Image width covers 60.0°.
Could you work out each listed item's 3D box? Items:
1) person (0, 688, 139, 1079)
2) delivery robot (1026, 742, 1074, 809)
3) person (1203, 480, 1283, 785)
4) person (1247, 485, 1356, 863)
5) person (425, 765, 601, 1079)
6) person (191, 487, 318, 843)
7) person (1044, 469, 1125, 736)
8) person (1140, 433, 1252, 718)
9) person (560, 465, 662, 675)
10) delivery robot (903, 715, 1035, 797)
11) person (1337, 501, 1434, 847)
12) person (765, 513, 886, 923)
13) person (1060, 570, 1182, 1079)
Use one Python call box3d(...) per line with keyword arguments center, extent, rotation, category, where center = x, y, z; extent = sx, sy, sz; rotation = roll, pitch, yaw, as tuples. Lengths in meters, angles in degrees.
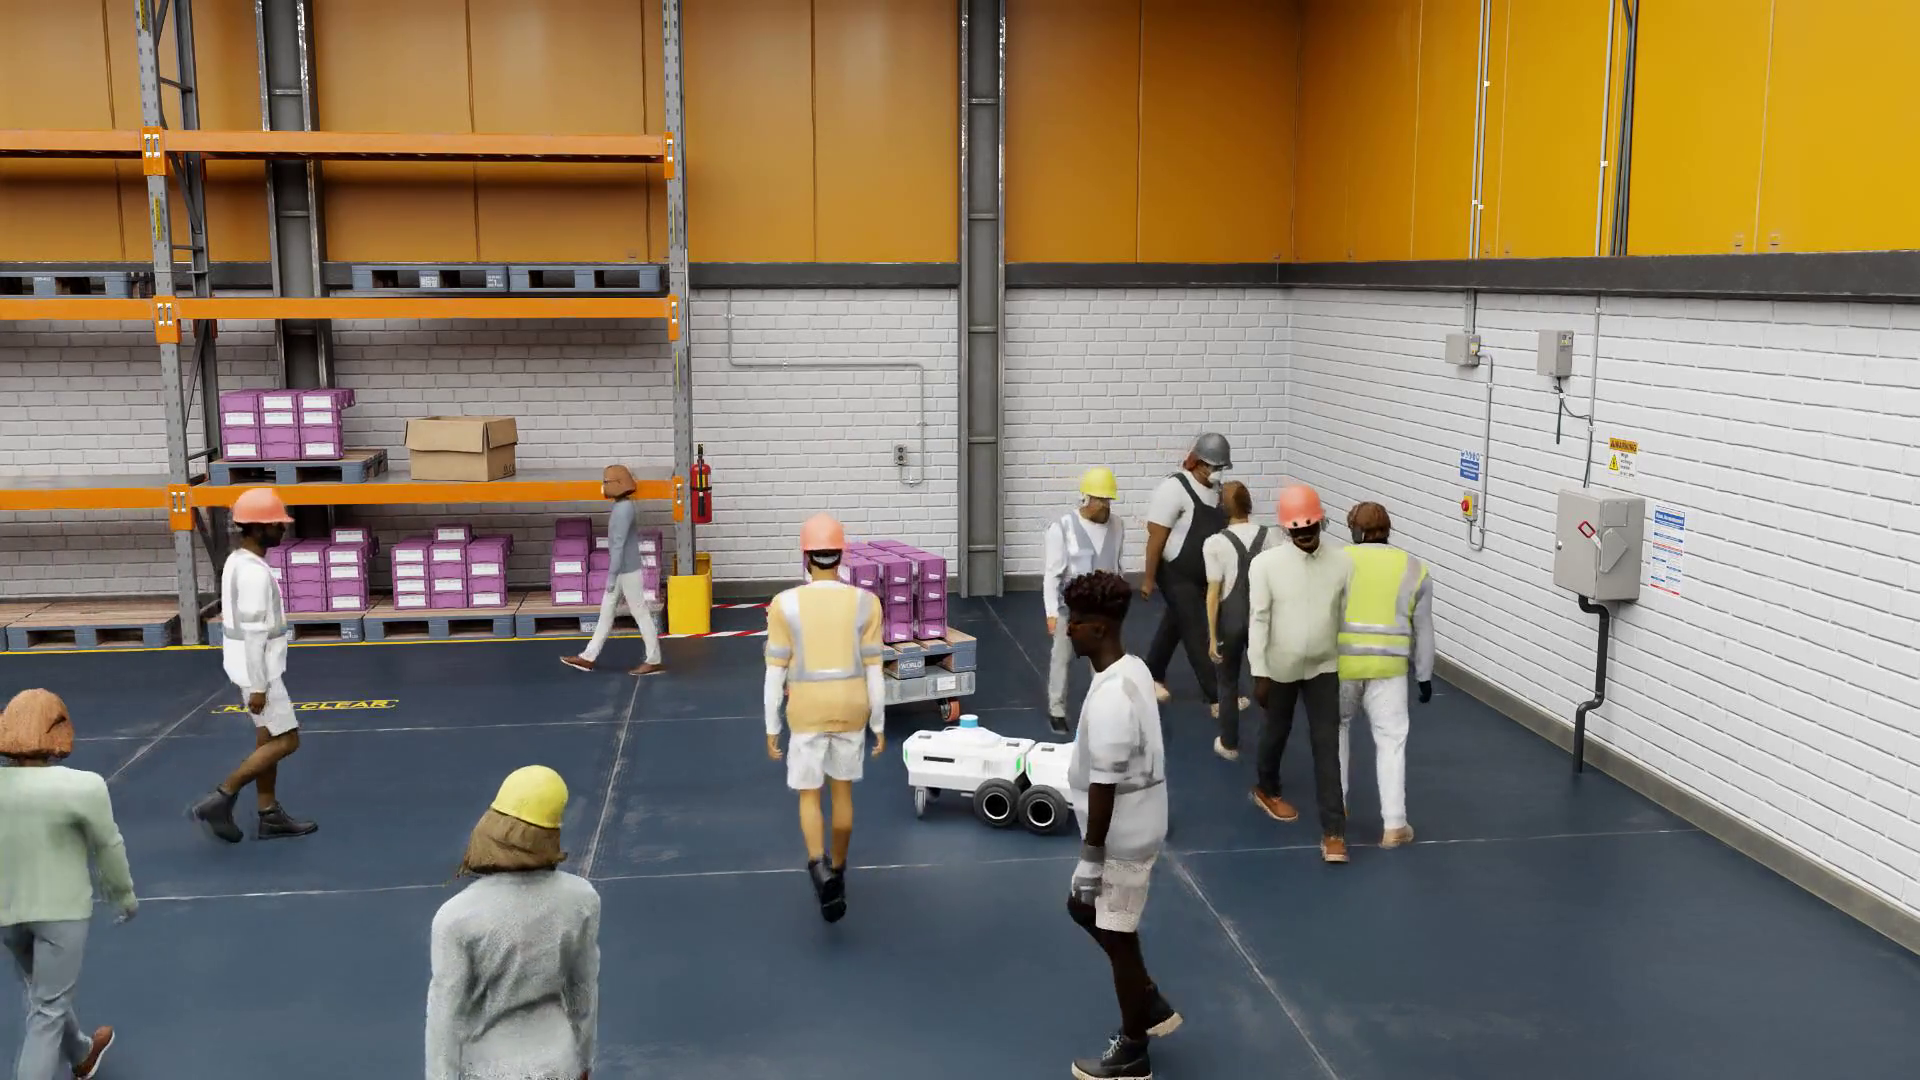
box3d(center=(-3.188, 1.302, 5.888), extent=(0.507, 1.591, 0.842), rotation=(1, 9, 4), category="person")
box3d(center=(0.731, 1.264, 9.065), extent=(0.707, 0.478, 0.477), rotation=(3, 10, 17), category="delivery robot")
box3d(center=(1.721, 0.546, 9.992), extent=(0.545, 1.800, 0.942), rotation=(-1, 9, -8), category="person")
box3d(center=(1.813, 0.658, 8.861), extent=(0.641, 1.943, 1.004), rotation=(-1, 9, -7), category="person")
box3d(center=(-1.261, 1.478, 4.475), extent=(0.359, 1.694, 0.687), rotation=(8, 12, 41), category="person")
box3d(center=(-3.738, 0.680, 8.762), extent=(0.531, 1.923, 0.543), rotation=(-6, 11, -32), category="person")
box3d(center=(0.816, 0.436, 10.708), extent=(0.661, 1.782, 0.868), rotation=(-4, 10, -22), category="person")
box3d(center=(1.616, 0.177, 11.518), extent=(1.059, 2.000, 0.735), rotation=(8, 12, 42), category="person")
box3d(center=(-2.628, 0.242, 12.461), extent=(0.801, 1.592, 0.523), rotation=(-2, 9, -13), category="person")
box3d(center=(0.049, 1.223, 9.319), extent=(0.707, 0.478, 0.477), rotation=(3, 10, 17), category="delivery robot")
box3d(center=(2.193, 0.699, 8.997), extent=(0.711, 1.800, 0.717), rotation=(1, 9, 9), category="person")
box3d(center=(-0.617, 0.842, 7.804), extent=(0.577, 1.908, 0.753), rotation=(-2, 9, -11), category="person")
box3d(center=(0.566, 1.081, 6.192), extent=(0.414, 1.939, 0.627), rotation=(1, 9, 8), category="person")
